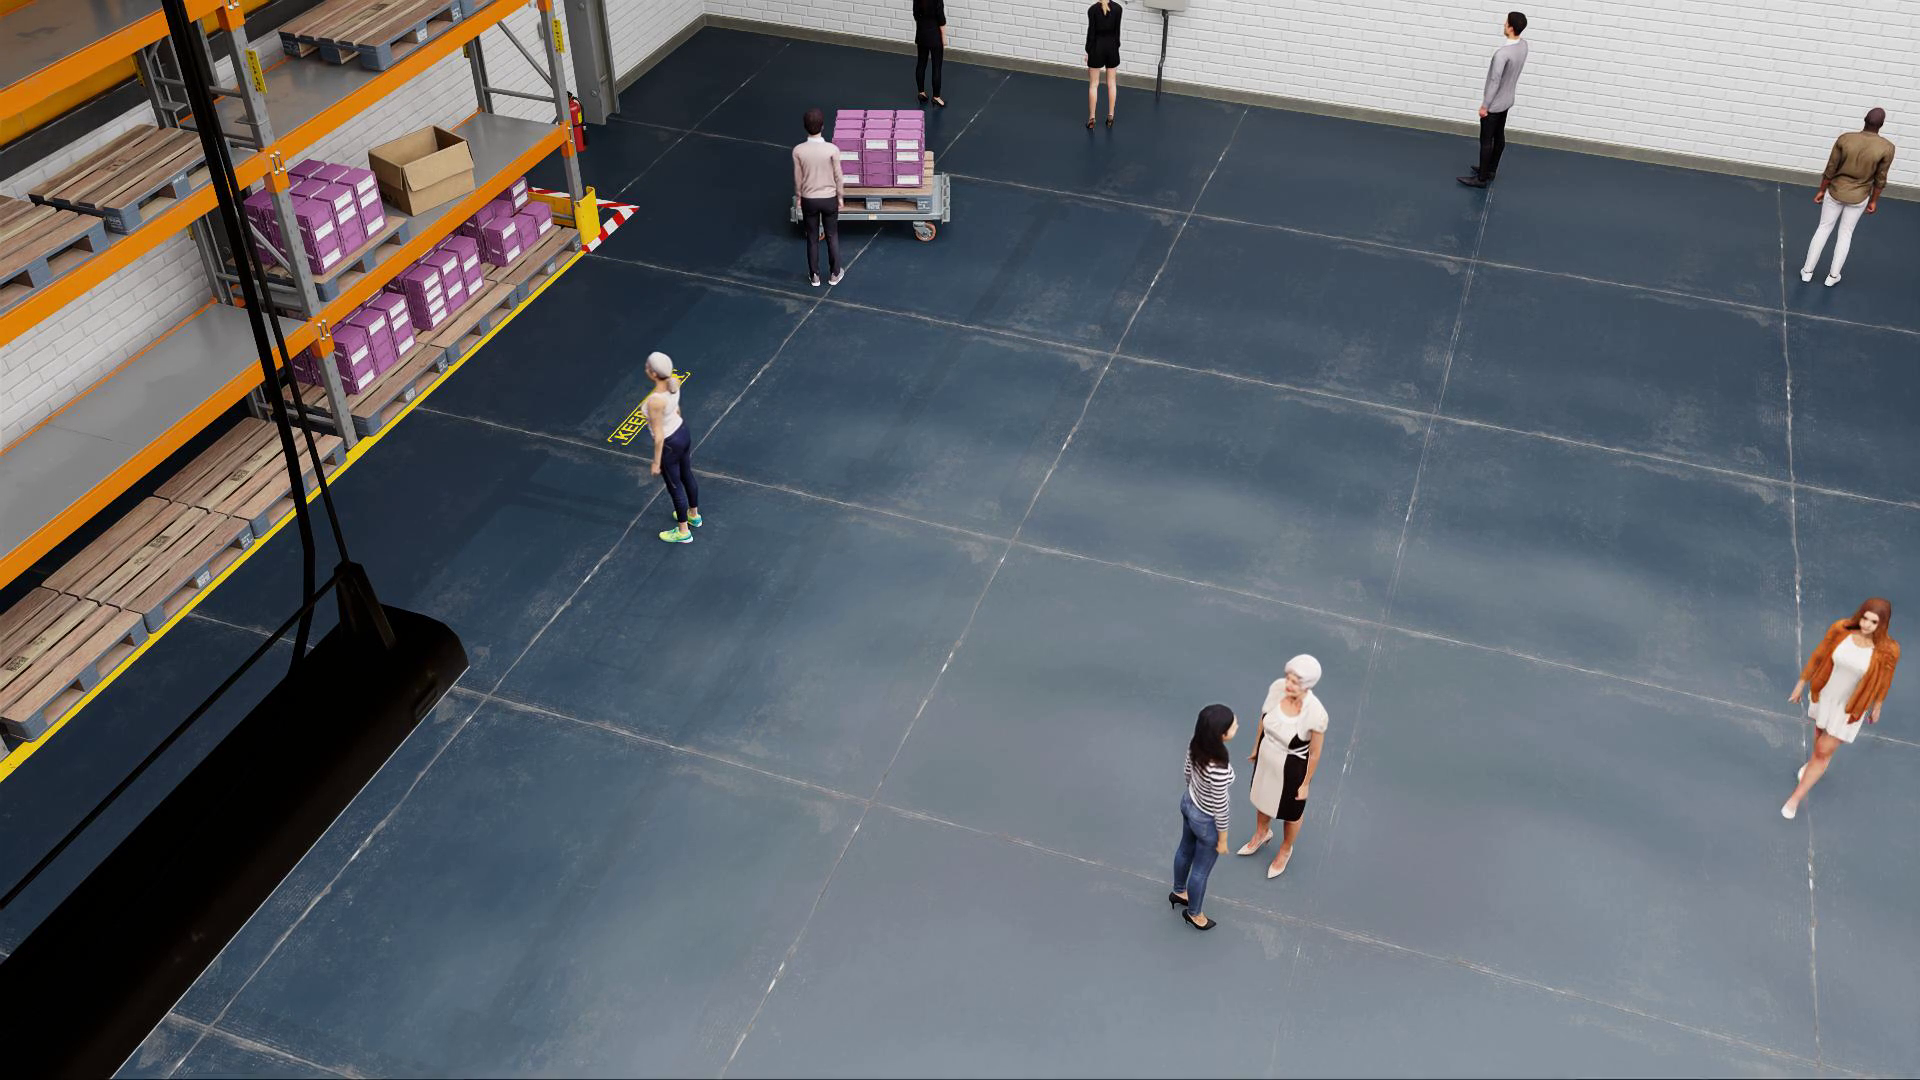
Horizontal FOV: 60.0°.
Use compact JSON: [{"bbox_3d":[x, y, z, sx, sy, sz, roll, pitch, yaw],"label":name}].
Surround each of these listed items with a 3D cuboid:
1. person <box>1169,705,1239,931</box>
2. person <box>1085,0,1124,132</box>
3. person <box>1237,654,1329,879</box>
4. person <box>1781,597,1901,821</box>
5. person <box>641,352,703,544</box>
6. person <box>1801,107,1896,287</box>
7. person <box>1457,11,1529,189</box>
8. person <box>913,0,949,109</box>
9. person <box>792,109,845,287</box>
[{"bbox_3d":[1.454,1.660,9.948,0.698,1.797,0.610,-12,40,-14],"label":"person"},{"bbox_3d":[1.626,-5.554,19.004,0.654,1.768,0.677,-8,39,-10],"label":"person"},{"bbox_3d":[2.019,1.390,10.318,0.707,1.756,0.702,-27,46,-29],"label":"person"},{"bbox_3d":[5.787,0.989,10.874,1.140,1.688,0.957,-29,47,-31],"label":"person"},{"bbox_3d":[-2.249,-0.733,13.020,0.659,1.702,0.472,11,40,14],"label":"person"},{"bbox_3d":[8.638,-3.346,16.193,0.767,1.825,0.627,20,43,23],"label":"person"},{"bbox_3d":[5.783,-4.724,17.840,0.887,1.923,0.717,29,47,31],"label":"person"},{"bbox_3d":[-0.360,-5.909,19.532,0.664,1.662,0.655,26,45,29],"label":"person"},{"bbox_3d":[-1.370,-3.326,16.180,0.693,1.809,0.666,0,39,0],"label":"person"}]
